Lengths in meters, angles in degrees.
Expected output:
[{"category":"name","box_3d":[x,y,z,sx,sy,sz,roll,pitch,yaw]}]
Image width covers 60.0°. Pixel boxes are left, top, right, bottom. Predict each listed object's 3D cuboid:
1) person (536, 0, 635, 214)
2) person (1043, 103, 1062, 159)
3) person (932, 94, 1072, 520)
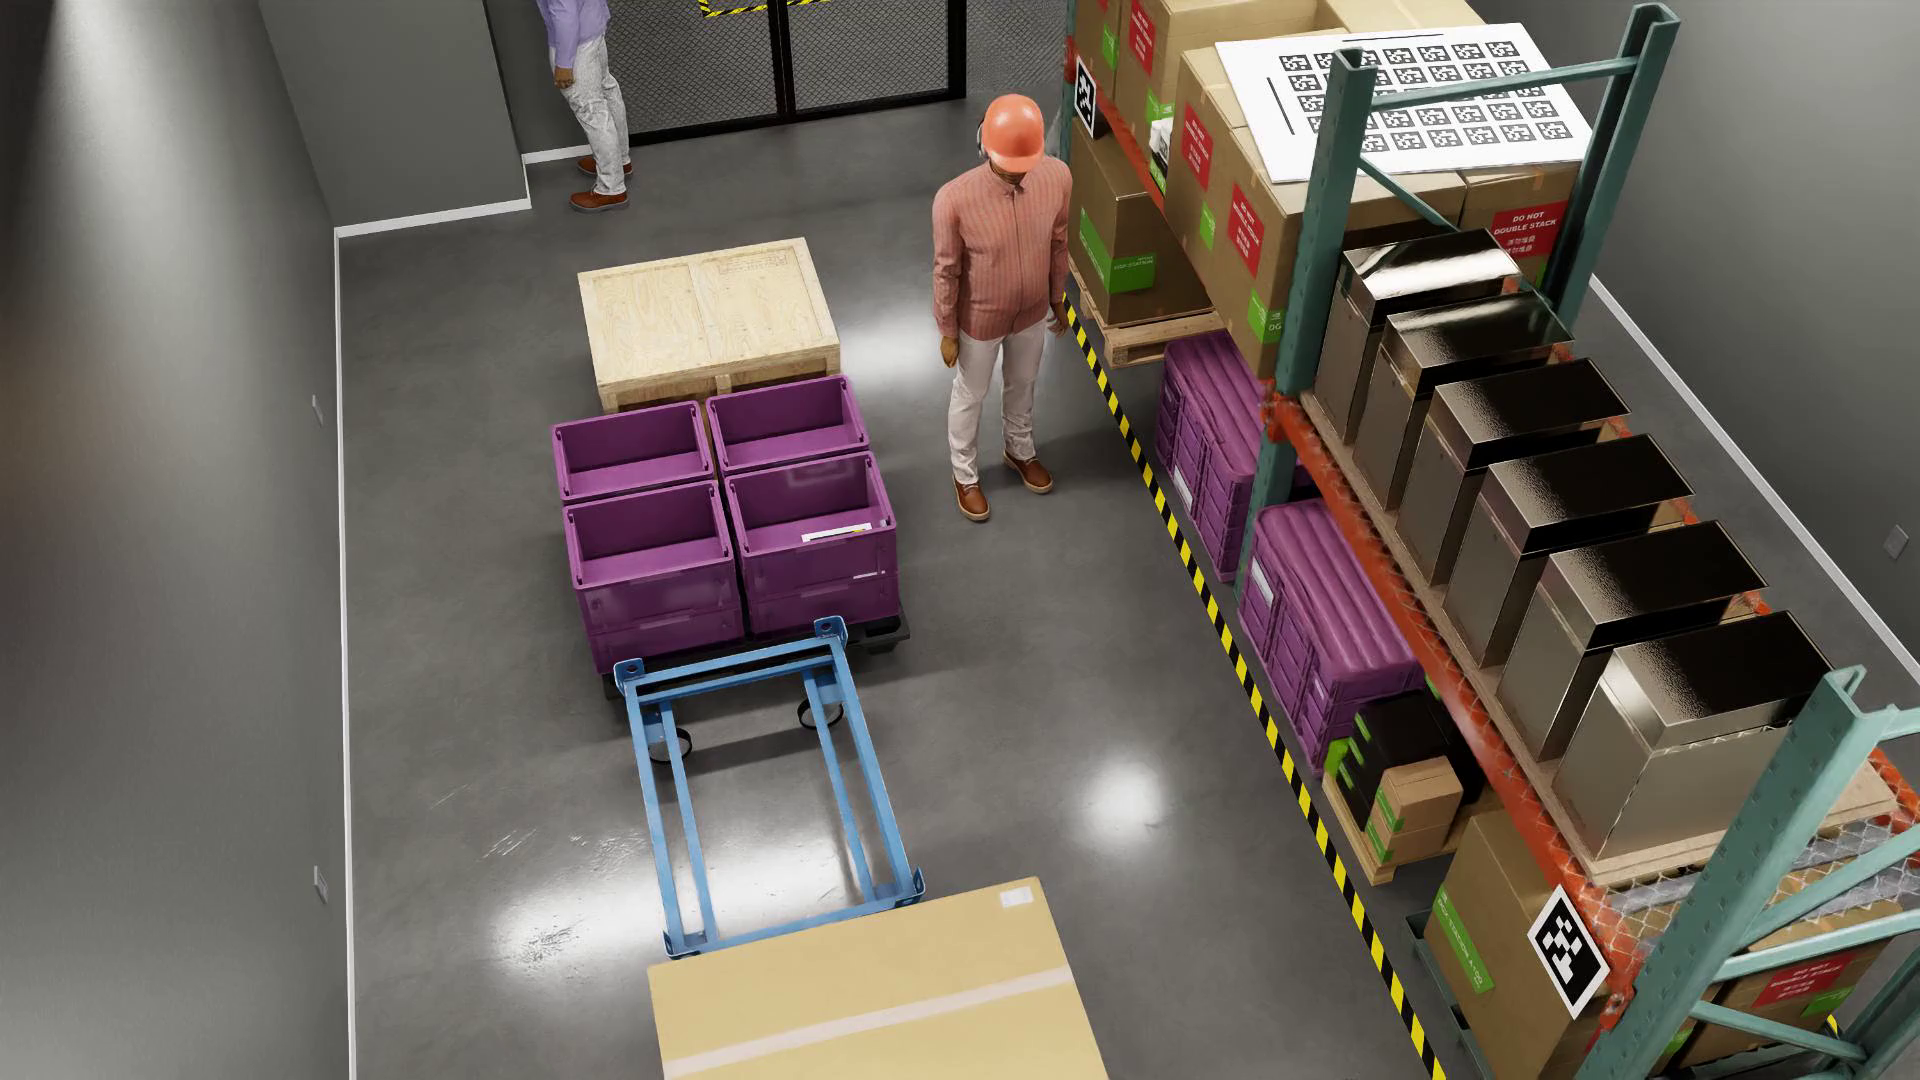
[{"category":"person","box_3d":[-1.900,-2.510,8.192,0.354,1.937,0.635,1,47,1]},{"category":"person","box_3d":[0.705,-2.473,8.258,0.922,1.780,0.618,-15,49,-14]},{"category":"person","box_3d":[0.177,-0.923,6.702,0.611,1.987,0.383,-23,51,-19]}]
